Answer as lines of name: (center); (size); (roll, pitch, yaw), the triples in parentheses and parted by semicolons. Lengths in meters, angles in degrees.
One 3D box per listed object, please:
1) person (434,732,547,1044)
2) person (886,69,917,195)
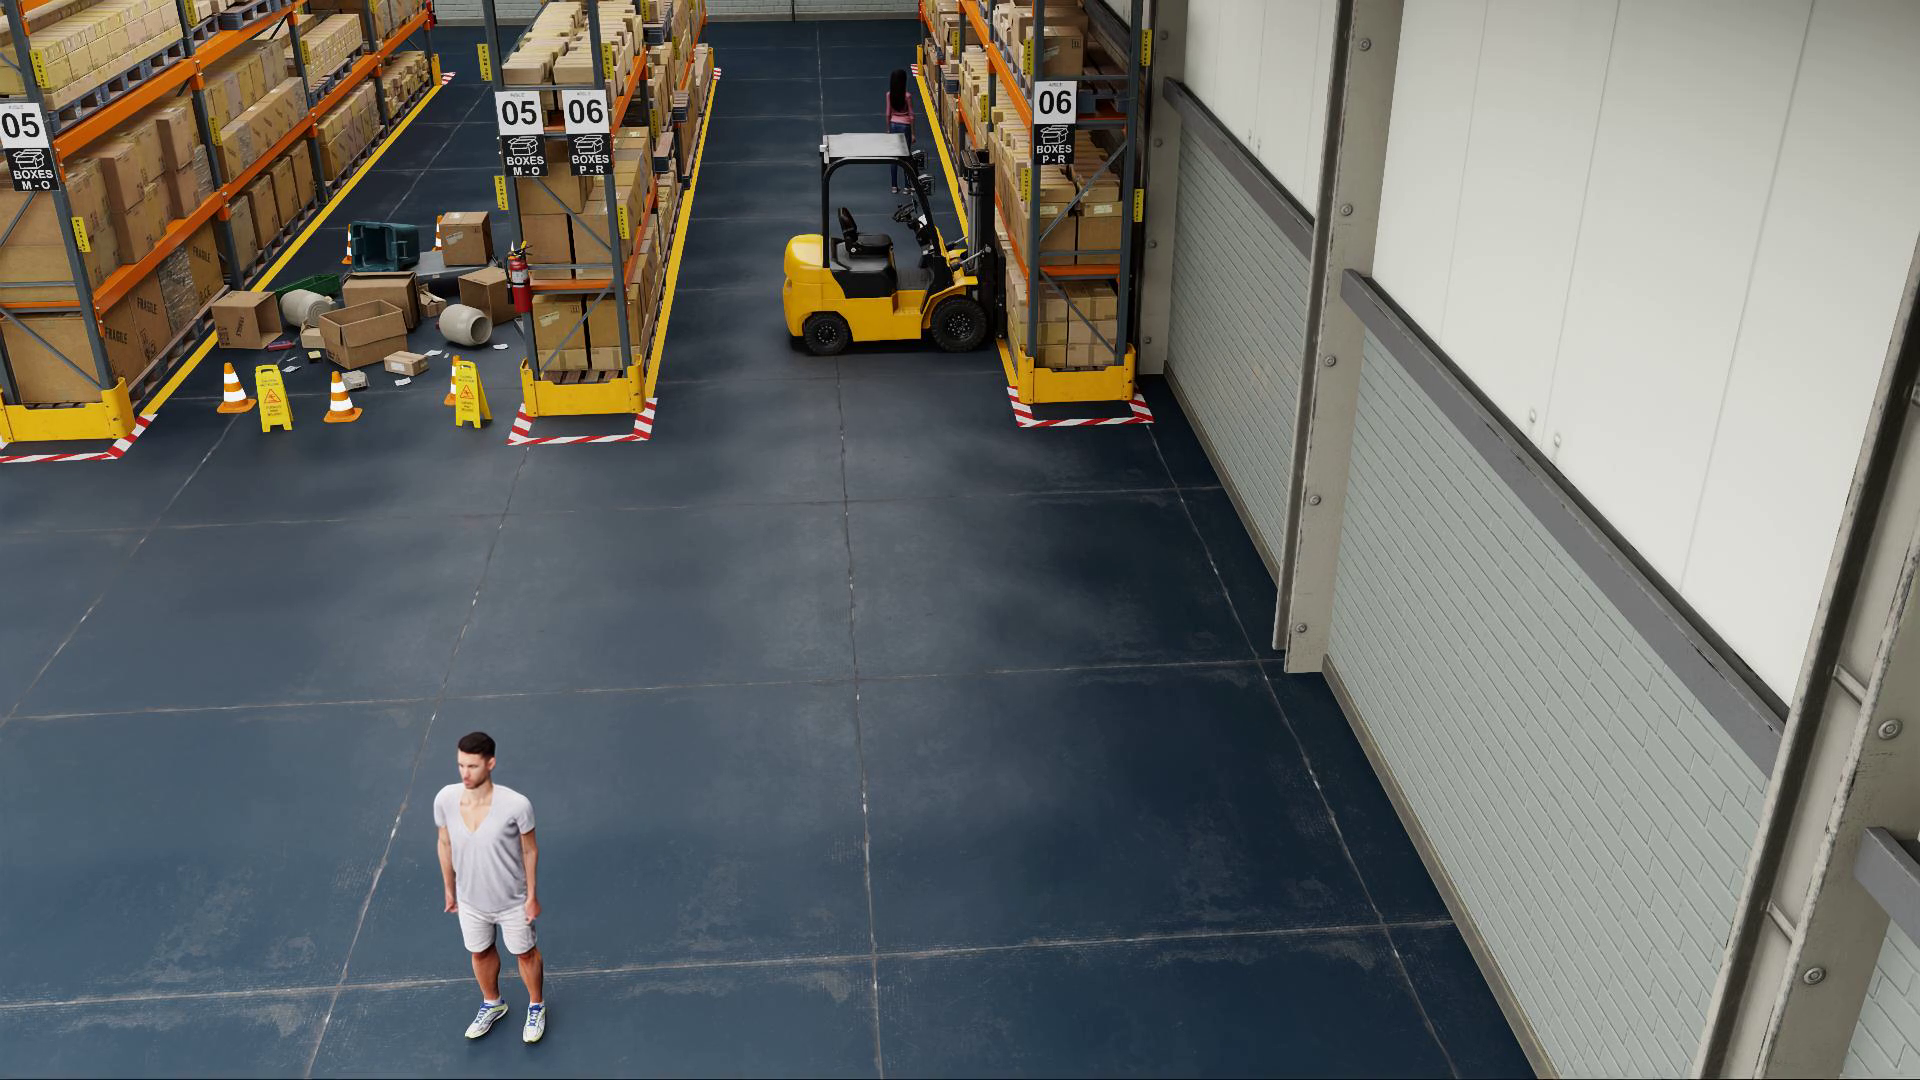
person: (-2.427, 1.799, 8.668); (0.720, 1.856, 0.638); (3, 27, 5)
person: (-0.850, -5.786, 23.523); (0.646, 1.742, 0.643); (10, 29, 19)
